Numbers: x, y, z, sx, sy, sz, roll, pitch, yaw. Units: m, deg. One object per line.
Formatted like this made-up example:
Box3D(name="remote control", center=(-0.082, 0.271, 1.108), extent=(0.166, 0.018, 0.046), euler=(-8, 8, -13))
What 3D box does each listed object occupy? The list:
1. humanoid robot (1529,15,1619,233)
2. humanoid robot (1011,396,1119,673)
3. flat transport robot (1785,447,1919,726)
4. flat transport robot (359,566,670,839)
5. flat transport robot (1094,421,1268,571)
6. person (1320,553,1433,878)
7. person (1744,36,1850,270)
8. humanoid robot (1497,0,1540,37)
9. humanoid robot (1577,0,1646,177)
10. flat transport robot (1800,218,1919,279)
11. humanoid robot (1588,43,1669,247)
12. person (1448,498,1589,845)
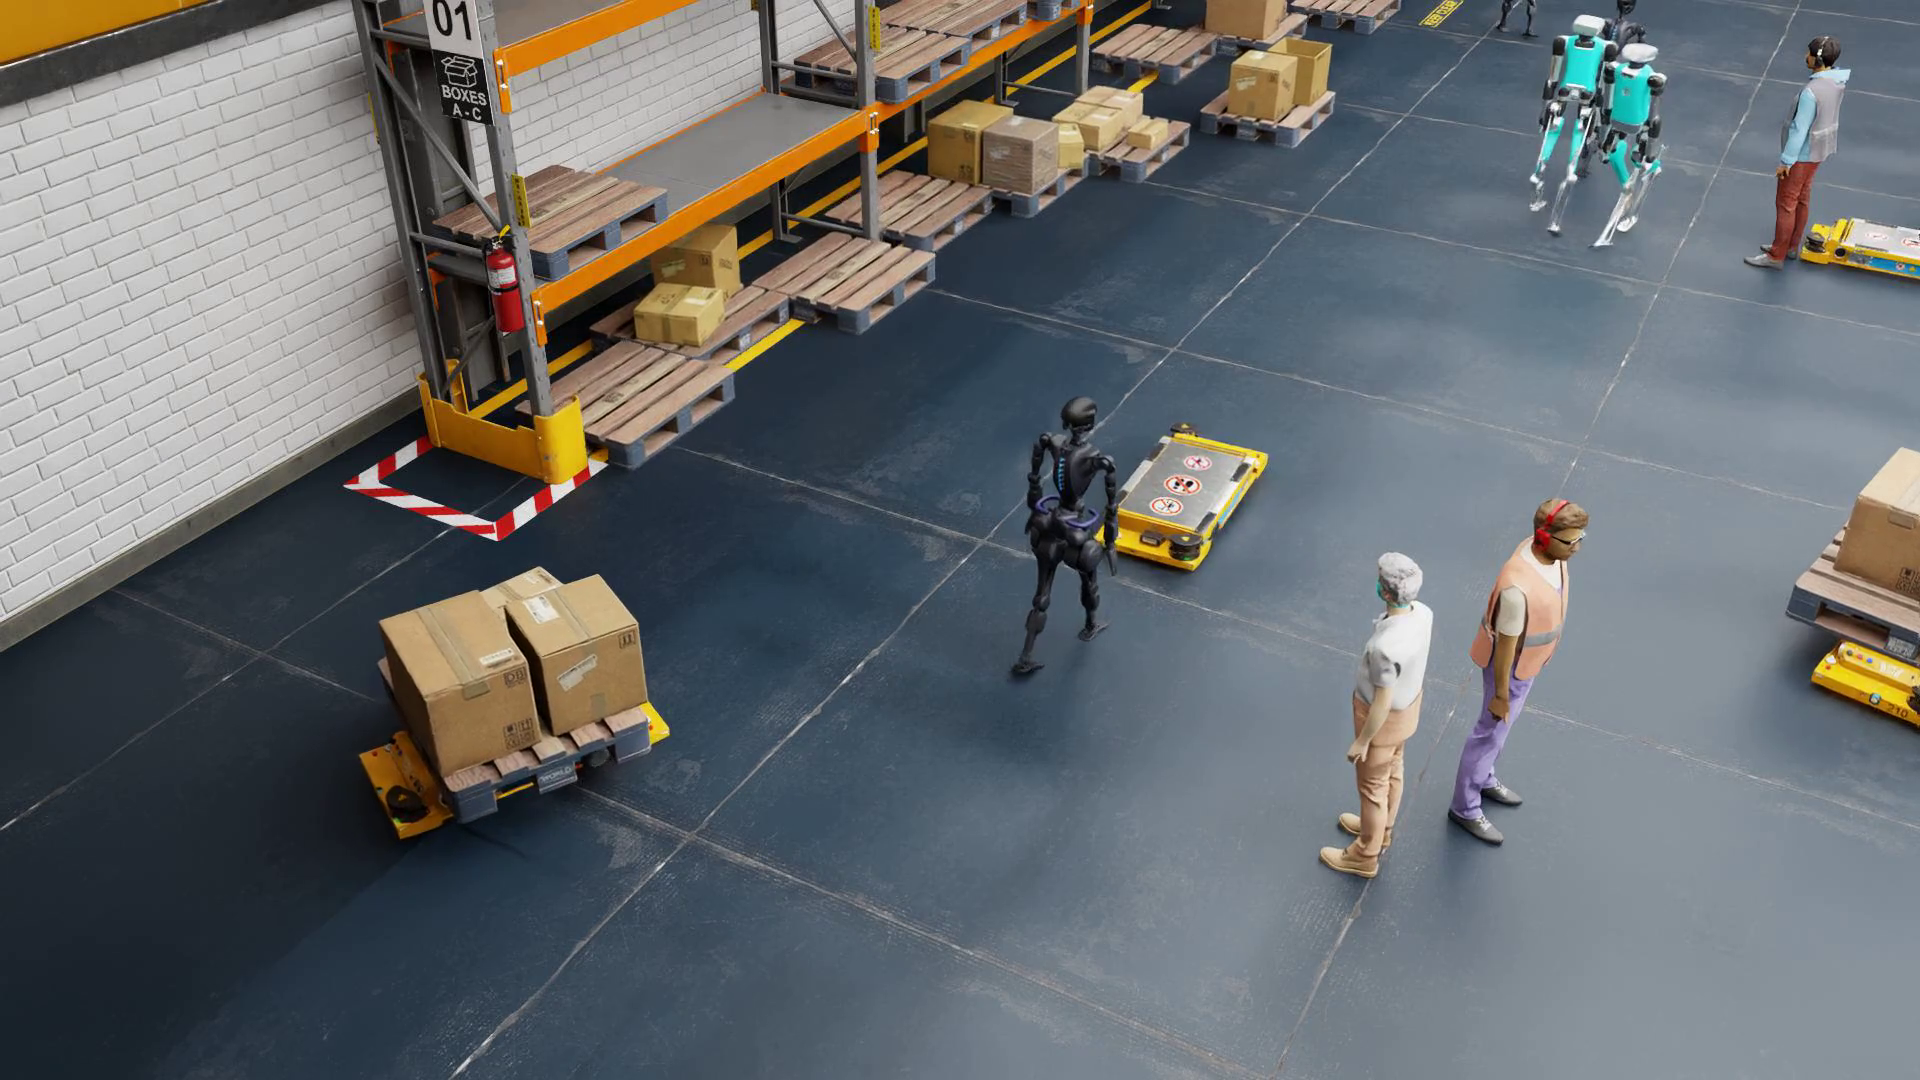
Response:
Box3D(name="humanoid robot", center=(5.121, -3.475, 14.112), extent=(0.530, 1.774, 0.942), euler=(17, 37, 24))
Box3D(name="humanoid robot", center=(0.560, -0.043, 8.995), extent=(0.603, 1.640, 0.787), euler=(22, 40, 30))
Box3D(name="flat transport robot", center=(5.379, 0.542, 9.328), extent=(0.659, 0.231, 1.431), euler=(27, 42, 34))
Box3D(name="flat transport robot", center=(-2.297, 1.030, 8.589), extent=(1.431, 0.231, 0.659), euler=(-20, 38, -27))
Box3D(name="flat transport robot", center=(1.432, -0.300, 10.602), extent=(0.659, 0.231, 1.431), euler=(15, 36, 22))
Box3D(name="person", center=(1.921, 0.807, 7.589), extent=(0.325, 1.745, 0.476), euler=(20, 39, 28))
Box3D(name="person", center=(6.794, -3.100, 13.390), extent=(0.417, 1.870, 0.535), euler=(28, 43, 35))
Box3D(name="humanoid robot", center=(6.391, -6.492, 18.709), extent=(0.592, 1.632, 0.696), euler=(-5, 34, -7))
Box3D(name="humanoid robot", center=(5.908, -4.208, 15.282), extent=(0.598, 1.610, 0.817), euler=(20, 38, 27))
Box3D(name="flat transport robot", center=(7.766, -2.355, 13.712), extent=(1.431, 0.231, 0.659), euler=(19, 38, 26))
Box3D(name="humanoid robot", center=(5.644, -3.293, 13.827), extent=(0.938, 1.748, 0.558), euler=(-23, 40, -31))
Box3D(name="person", center=(2.600, 0.585, 7.837), extent=(0.373, 1.840, 0.567), euler=(20, 38, 27))
